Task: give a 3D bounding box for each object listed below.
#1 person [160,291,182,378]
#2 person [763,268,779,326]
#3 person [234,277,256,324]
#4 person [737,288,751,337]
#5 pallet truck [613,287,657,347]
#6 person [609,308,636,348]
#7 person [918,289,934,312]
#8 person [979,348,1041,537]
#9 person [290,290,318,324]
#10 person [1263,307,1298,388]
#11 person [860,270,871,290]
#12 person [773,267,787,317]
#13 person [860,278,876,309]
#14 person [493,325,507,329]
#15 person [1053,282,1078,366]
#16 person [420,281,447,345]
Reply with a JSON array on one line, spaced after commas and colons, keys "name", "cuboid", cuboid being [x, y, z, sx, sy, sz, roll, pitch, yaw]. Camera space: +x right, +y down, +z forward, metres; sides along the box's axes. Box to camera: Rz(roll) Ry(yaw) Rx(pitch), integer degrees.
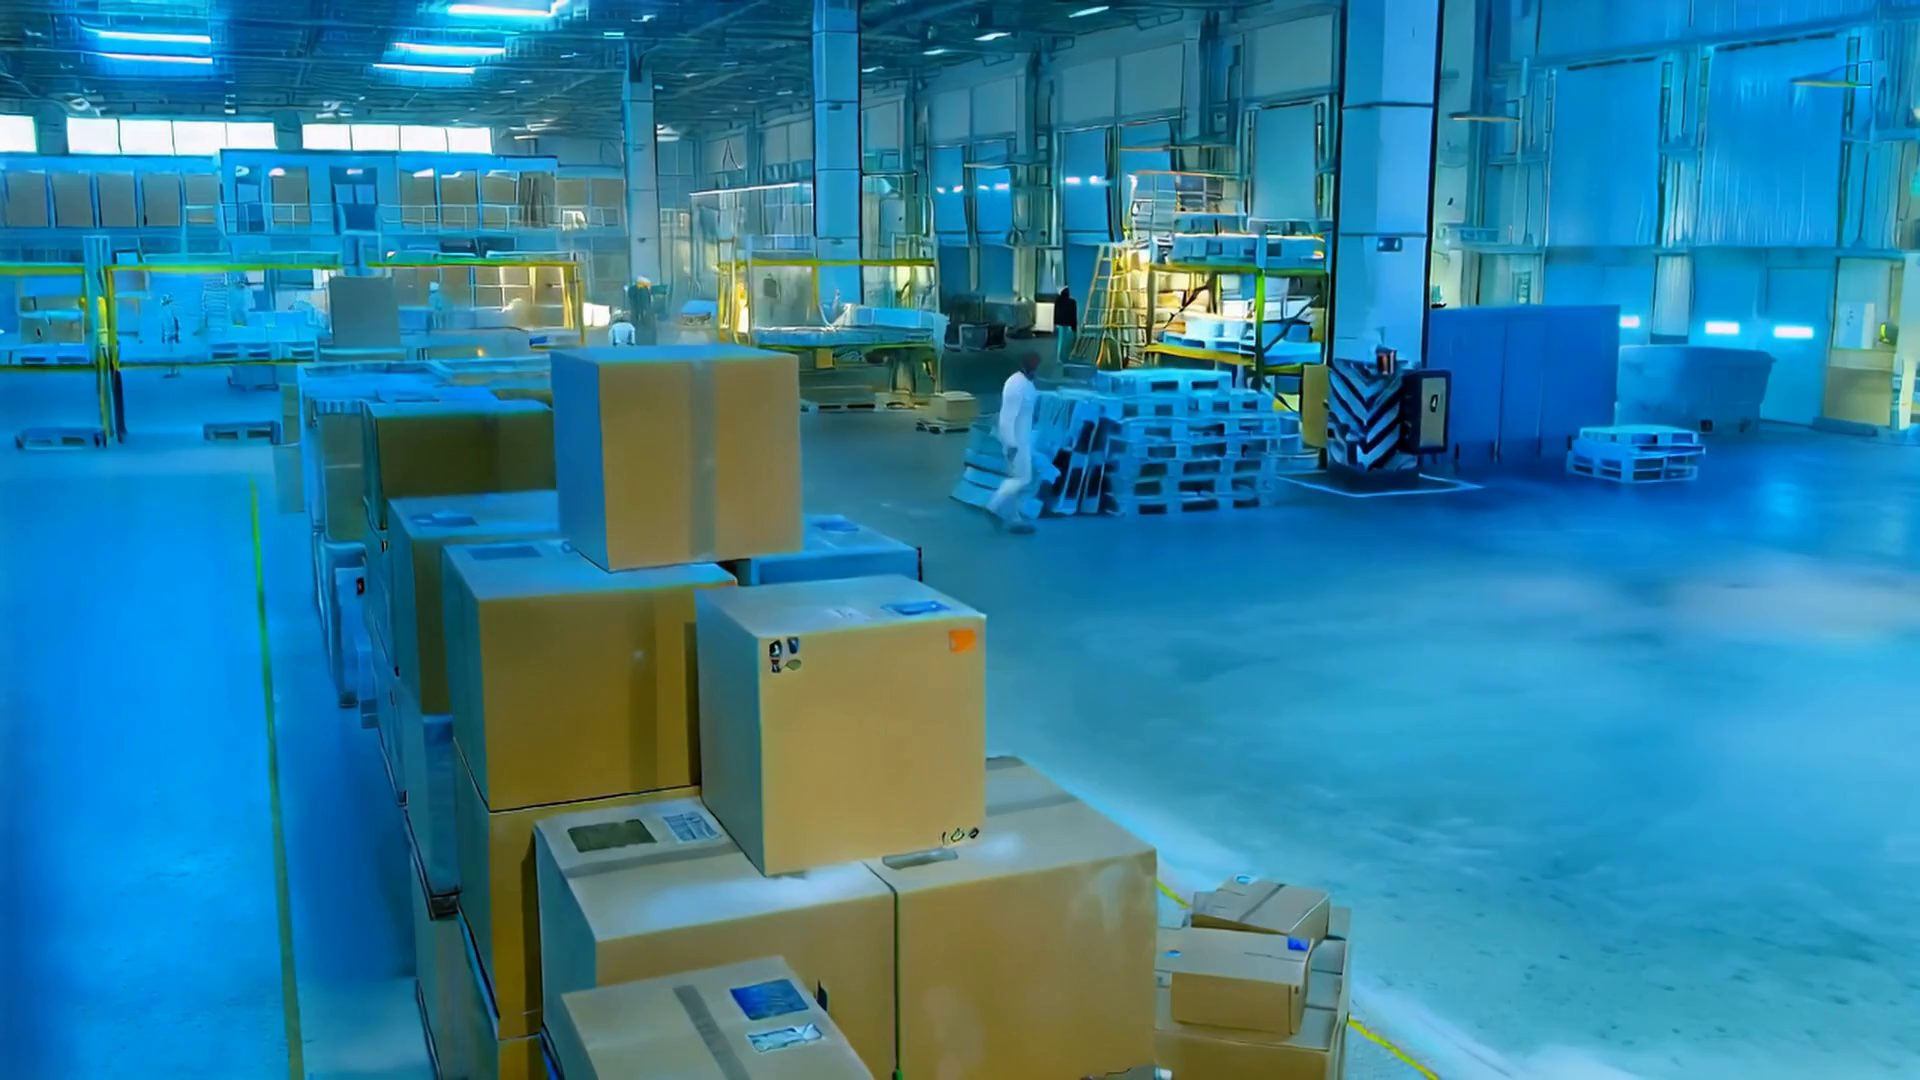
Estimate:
[{"name": "person", "cuboid": [-17.002, -4.403, 35.759, 0.508, 1.865, 0.329, 4, 11, 23]}, {"name": "person", "cuboid": [-6.427, -8.335, 57.116, 0.663, 1.969, 0.649, 9, 14, 42]}, {"name": "person", "cuboid": [-21.060, -6.804, 48.962, 0.980, 1.882, 0.603, 5, 11, 24]}, {"name": "person", "cuboid": [-5.841, -5.912, 44.574, 0.575, 1.690, 0.353, -8, 13, -36]}, {"name": "pallet truck", "cuboid": [-6.464, -4.406, 35.401, 0.823, 1.965, 1.885, 6, 12, 32]}, {"name": "person", "cuboid": [-6.228, -3.437, 30.836, 0.559, 1.713, 0.498, -8, 13, -39]}, {"name": "person", "cuboid": [-0.834, -5.380, 41.449, 0.536, 1.748, 0.443, -5, 12, -27]}, {"name": "person", "cuboid": [0.546, -0.976, 16.761, 0.517, 1.900, 0.713, 2, 10, 11]}, {"name": "person", "cuboid": [-14.986, -4.788, 37.972, 0.658, 1.828, 0.480, -9, 13, -40]}, {"name": "person", "cuboid": [5.278, -2.896, 27.391, 0.581, 1.884, 0.351, 0, 10, -1]}, {"name": "person", "cuboid": [-3.590, -8.968, 60.879, 0.685, 1.871, 1.009, -1, 10, -3]}, {"name": "person", "cuboid": [-6.908, -9.428, 63.293, 0.596, 1.921, 0.573, 7, 13, 35]}, {"name": "person", "cuboid": [-2.597, -6.379, 46.527, 0.612, 1.909, 0.672, 6, 12, 30]}, {"name": "person", "cuboid": [-6.328, -2.047, 22.935, 0.933, 1.804, 0.534, 4, 11, 21]}, {"name": "person", "cuboid": [2.501, -5.101, 39.282, 0.608, 1.987, 0.402, -3, 11, -18]}, {"name": "person", "cuboid": [-14.772, -6.361, 46.732, 0.951, 1.792, 0.649, 4, 11, 20]}]
